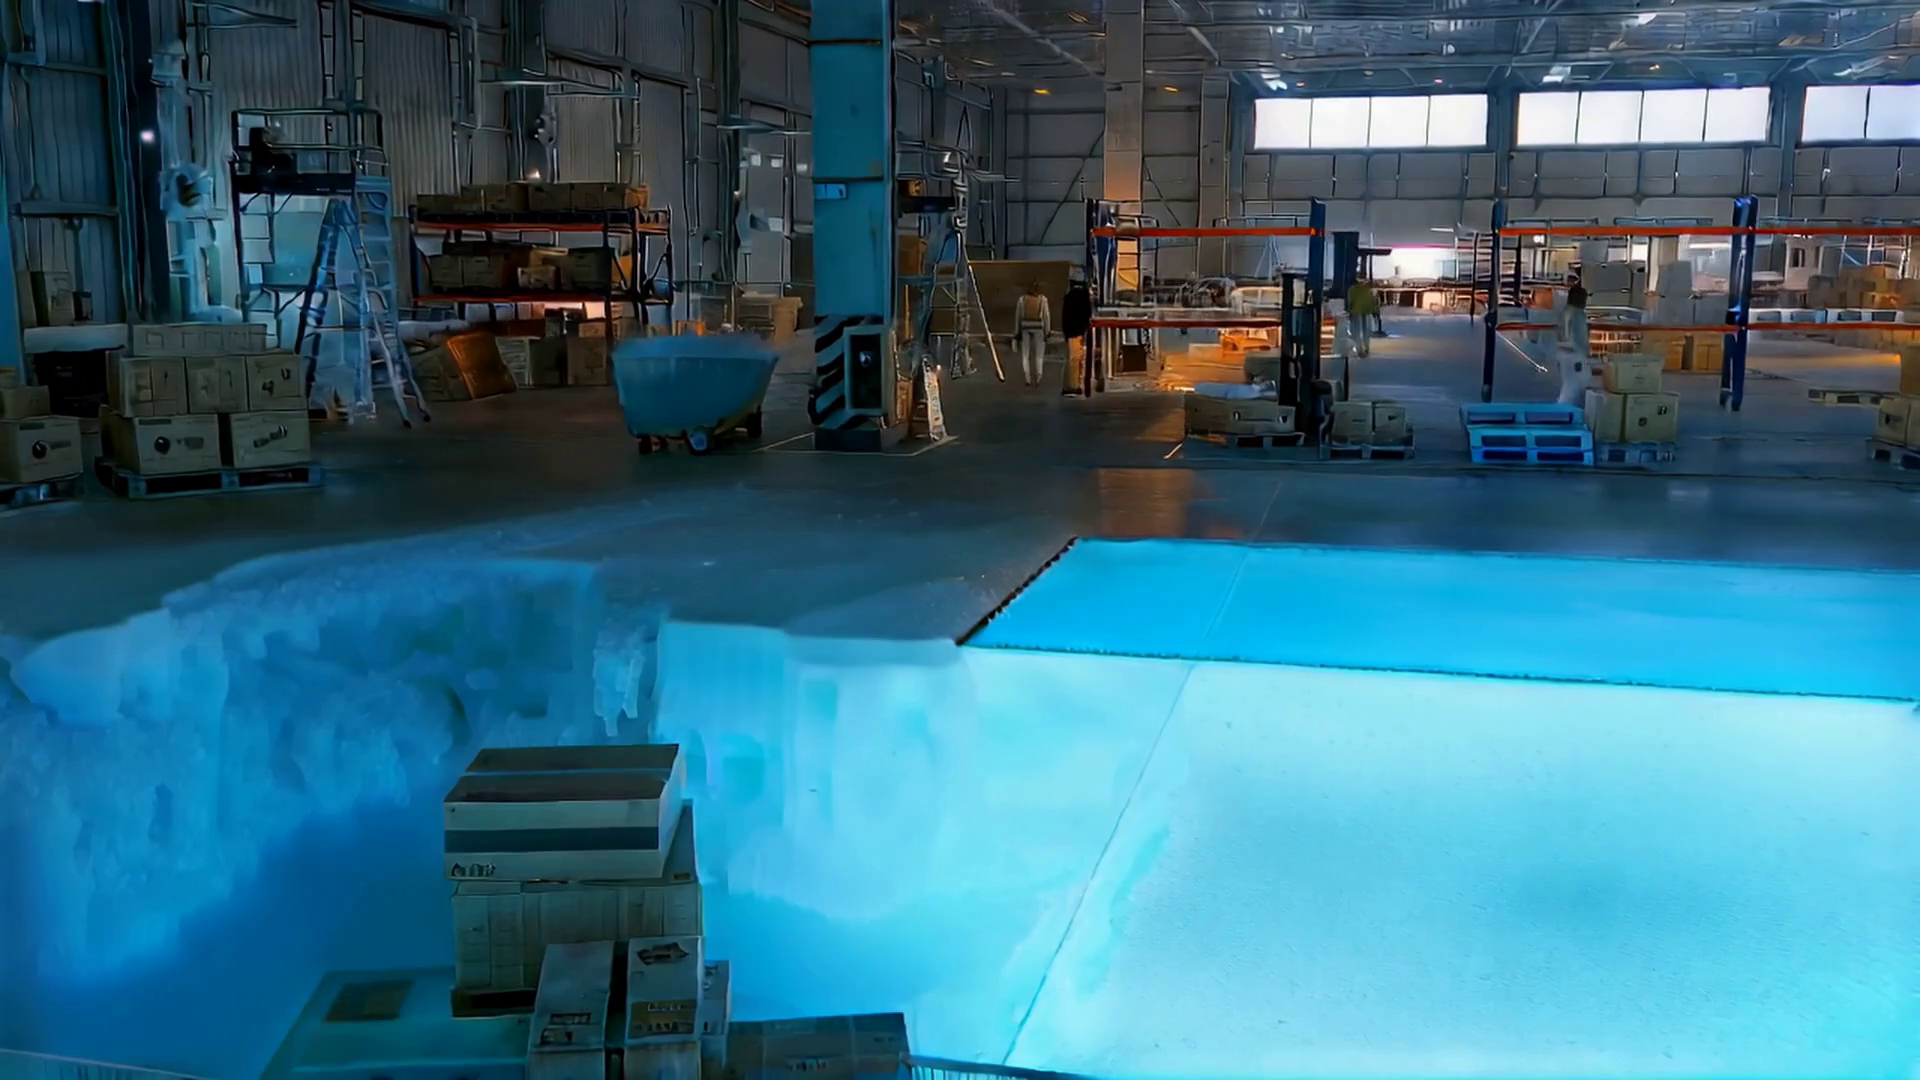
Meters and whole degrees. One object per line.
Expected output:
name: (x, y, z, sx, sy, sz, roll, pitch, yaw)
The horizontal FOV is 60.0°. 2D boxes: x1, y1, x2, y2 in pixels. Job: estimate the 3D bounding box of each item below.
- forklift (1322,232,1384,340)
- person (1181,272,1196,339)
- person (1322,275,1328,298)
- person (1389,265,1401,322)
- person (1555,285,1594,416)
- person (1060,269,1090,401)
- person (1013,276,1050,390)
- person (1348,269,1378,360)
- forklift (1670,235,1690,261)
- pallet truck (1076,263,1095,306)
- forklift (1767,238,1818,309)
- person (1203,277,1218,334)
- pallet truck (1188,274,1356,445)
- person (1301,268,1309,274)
forklift: (10.020, -6.631, 43.448, 1.873, 2.768, 1.129, -2, 10, -11)
person: (6.079, -6.277, 44.557, 0.345, 1.811, 0.687, -2, 10, -10)
person: (9.480, -6.130, 43.917, 0.506, 1.738, 0.523, 7, 12, 37)
person: (14.796, -8.375, 56.487, 0.354, 1.939, 0.545, 7, 12, 35)
person: (7.819, -2.322, 21.176, 0.447, 1.821, 0.660, 0, 10, -1)
person: (1.759, -3.125, 25.407, 0.394, 1.992, 0.622, -4, 10, -22)
person: (1.174, -3.394, 27.386, 0.597, 1.866, 0.619, 1, 10, 6)
person: (8.540, -4.780, 35.325, 0.629, 1.936, 0.372, 6, 12, 33)
forklift: (21.129, -7.574, 48.997, 1.873, 2.768, 1.129, 7, 12, 34)
pallet truck: (4.325, -8.180, 55.162, 0.823, 1.965, 1.885, 6, 11, 31)
forklift: (28.451, -8.834, 56.415, 1.129, 2.768, 1.873, -1, 10, -6)
person: (7.175, -6.726, 47.705, 0.517, 1.615, 0.375, -4, 11, -25)
pallet truck: (3.653, -2.138, 19.590, 1.885, 1.965, 0.823, -4, 10, -20)
person: (9.329, -6.388, 44.922, 0.640, 1.890, 0.953, 5, 11, 28)
